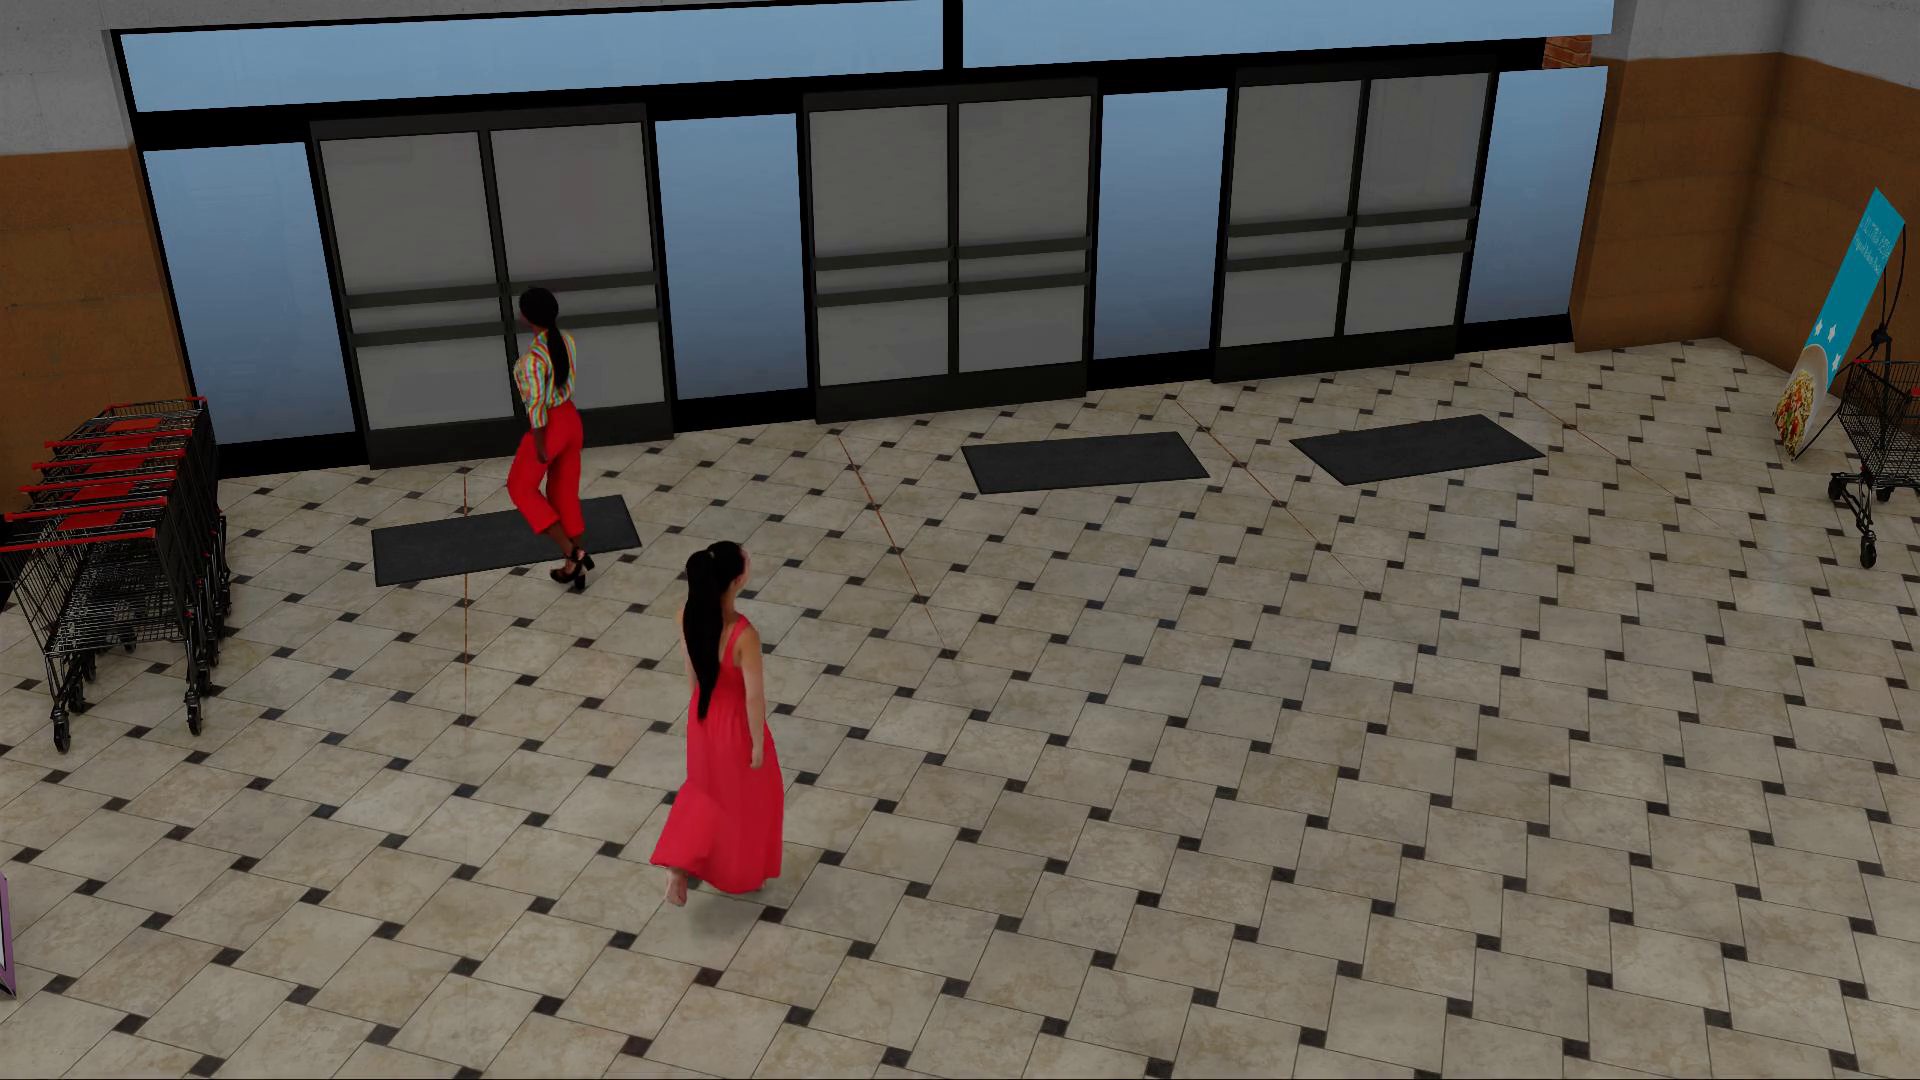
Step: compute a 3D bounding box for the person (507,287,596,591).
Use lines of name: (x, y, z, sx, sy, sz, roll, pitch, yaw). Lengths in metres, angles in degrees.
person: (-2.160, -0.521, 9.160, 0.838, 1.786, 0.786, 12, 29, 22)

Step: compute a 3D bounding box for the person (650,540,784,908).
person: (-0.988, 0.811, 6.621, 0.881, 1.707, 0.932, 16, 31, 29)
